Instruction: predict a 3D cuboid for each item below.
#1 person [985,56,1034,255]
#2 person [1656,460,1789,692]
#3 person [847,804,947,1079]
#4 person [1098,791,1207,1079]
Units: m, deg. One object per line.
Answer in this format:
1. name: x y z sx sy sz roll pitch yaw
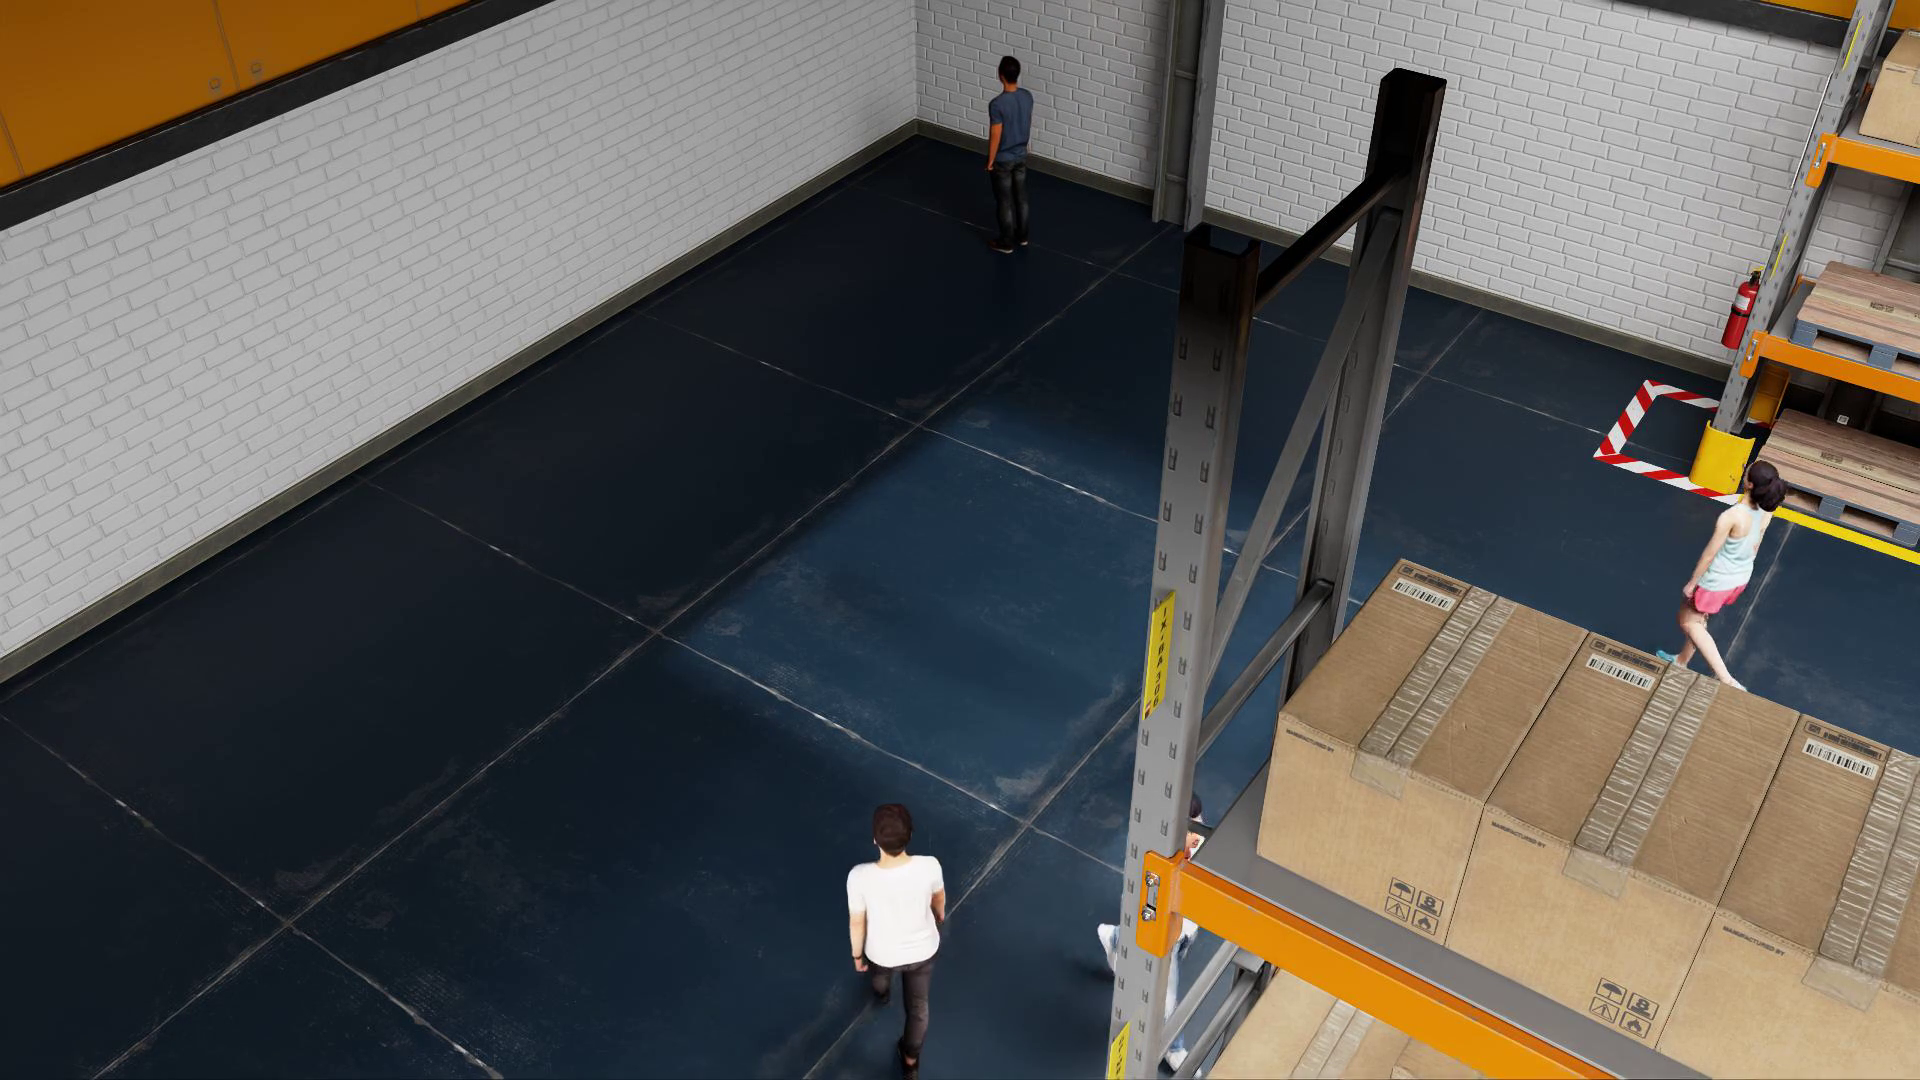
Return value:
1. person: 0.447 -3.446 14.901 0.706 1.807 0.616 -29 47 -31
2. person: 4.735 0.301 10.257 0.873 1.747 1.037 -15 41 -18
3. person: -0.284 2.026 8.139 1.018 1.695 1.047 -3 39 -4
4. person: 0.988 1.840 8.298 0.837 1.787 1.188 -28 46 -30
